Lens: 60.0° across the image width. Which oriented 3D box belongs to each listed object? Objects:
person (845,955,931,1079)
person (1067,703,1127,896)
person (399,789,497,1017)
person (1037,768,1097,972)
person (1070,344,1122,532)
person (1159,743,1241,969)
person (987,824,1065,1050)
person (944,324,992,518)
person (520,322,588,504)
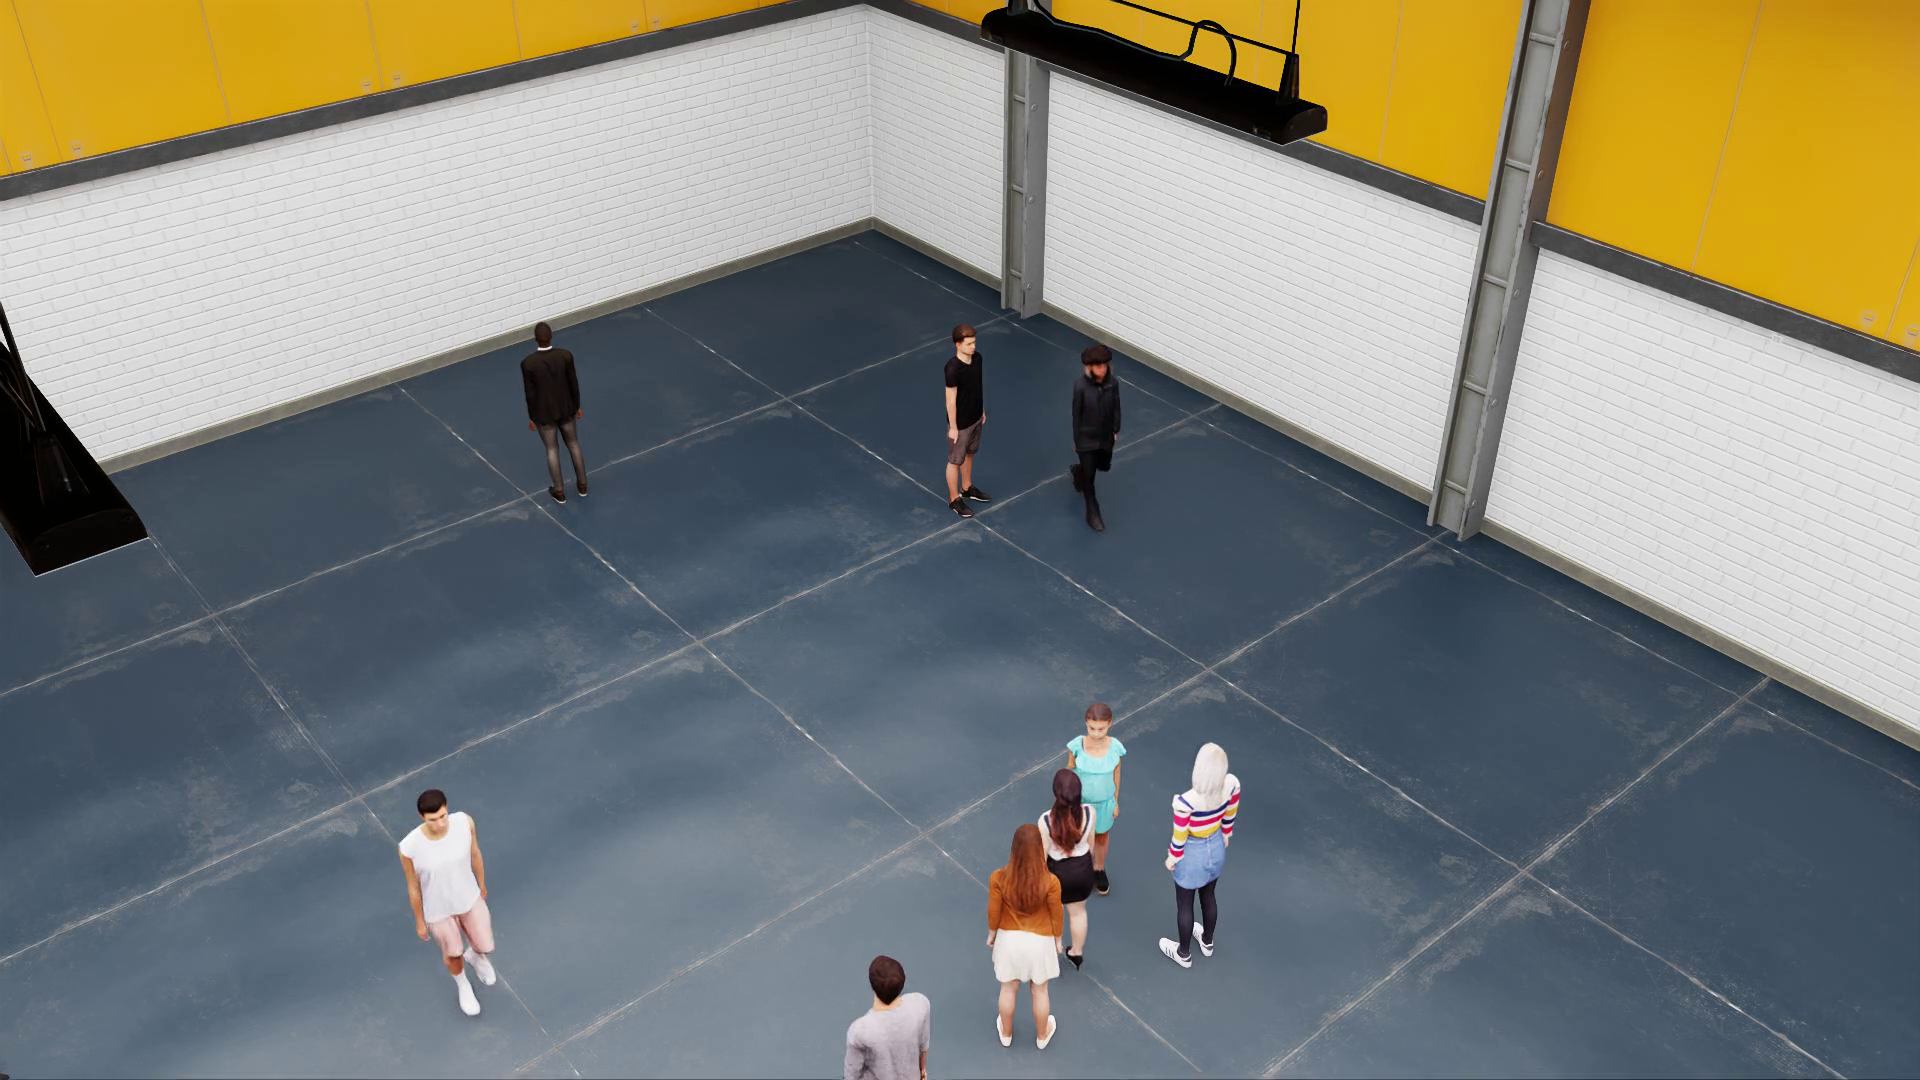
[{"bbox_3d":[-0.353,3.007,9.024,0.748,1.831,0.948,-18,38,-25],"label":"person"},{"bbox_3d":[0.894,1.730,11.190,0.650,1.558,0.708,2,34,3],"label":"person"},{"bbox_3d":[-3.183,2.179,10.321,0.696,1.773,0.750,-18,38,-25],"label":"person"},{"bbox_3d":[0.678,2.113,10.534,0.619,1.648,0.623,-9,35,-14],"label":"person"},{"bbox_3d":[1.190,-0.999,15.114,0.821,1.759,1.103,-13,36,-19],"label":"person"},{"bbox_3d":[1.530,1.991,10.571,0.689,1.809,0.582,-18,37,-25],"label":"person"},{"bbox_3d":[0.396,2.415,10.021,0.708,1.712,0.776,4,34,6],"label":"person"},{"bbox_3d":[0.037,-1.134,15.225,0.686,1.862,0.732,20,39,27],"label":"person"},{"bbox_3d":[-3.738,-1.183,15.355,0.696,1.799,0.602,-18,38,-25],"label":"person"}]
